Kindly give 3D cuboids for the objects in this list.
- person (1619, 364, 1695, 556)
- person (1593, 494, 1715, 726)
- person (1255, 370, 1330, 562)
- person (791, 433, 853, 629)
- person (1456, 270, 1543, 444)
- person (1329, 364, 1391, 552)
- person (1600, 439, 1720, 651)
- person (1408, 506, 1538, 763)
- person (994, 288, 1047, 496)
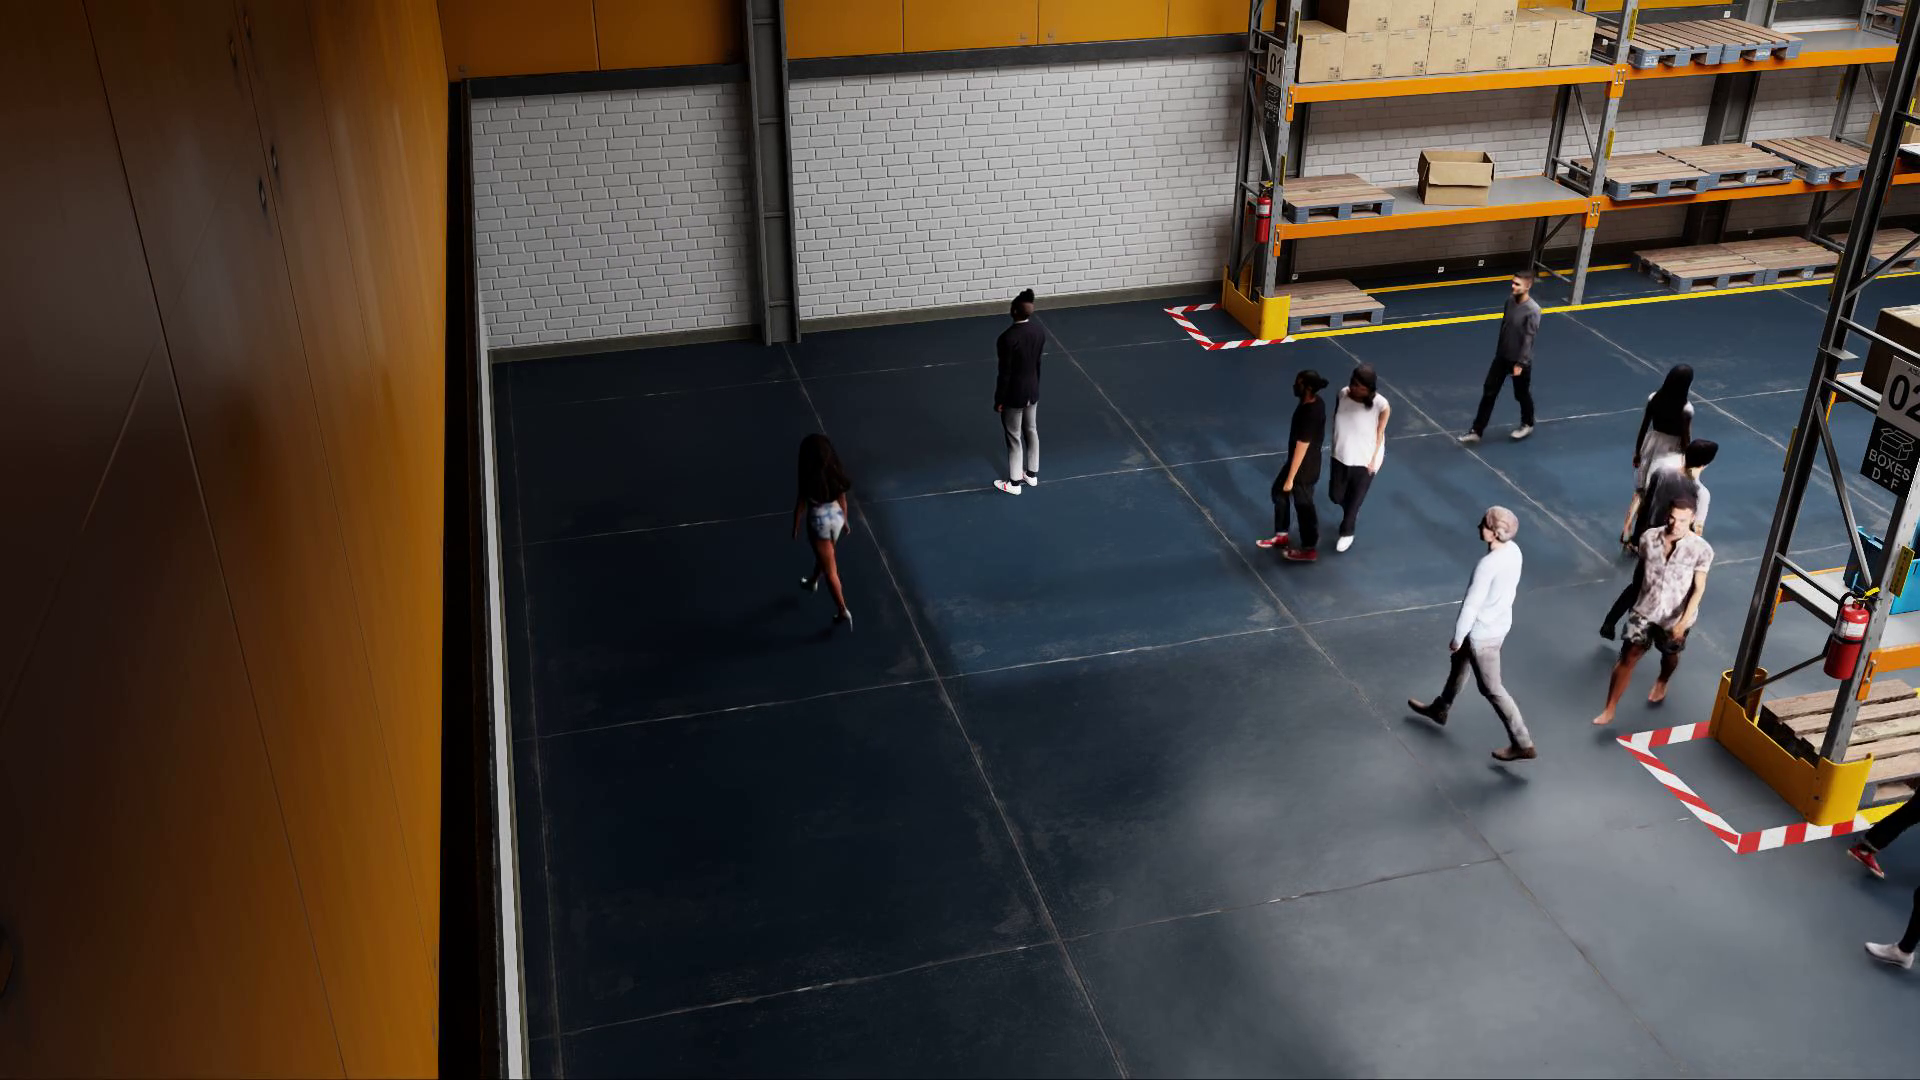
[{"bbox_3d":[5.796,-0.616,13.902,0.811,1.763,0.737,-20,34,-32],"label":"person"},{"bbox_3d":[5.082,0.472,11.902,1.124,1.768,1.256,21,35,33],"label":"person"},{"bbox_3d":[2.950,-0.604,13.901,0.891,1.742,0.826,5,29,8],"label":"person"},{"bbox_3d":[-1.018,-0.030,13.023,1.035,1.575,0.922,-22,35,-34],"label":"person"},{"bbox_3d":[5.392,-1.733,15.996,1.195,1.718,0.819,-15,32,-25],"label":"person"},{"bbox_3d":[3.411,-0.741,14.224,0.893,1.673,0.975,22,36,34],"label":"person"},{"bbox_3d":[5.231,0.097,12.519,0.826,1.834,0.798,-17,33,-28],"label":"person"},{"bbox_3d":[3.707,0.679,11.440,1.216,1.848,1.282,21,35,33],"label":"person"},{"bbox_3d":[0.549,-1.361,15.072,0.725,1.950,0.858,-25,37,-38],"label":"person"}]
